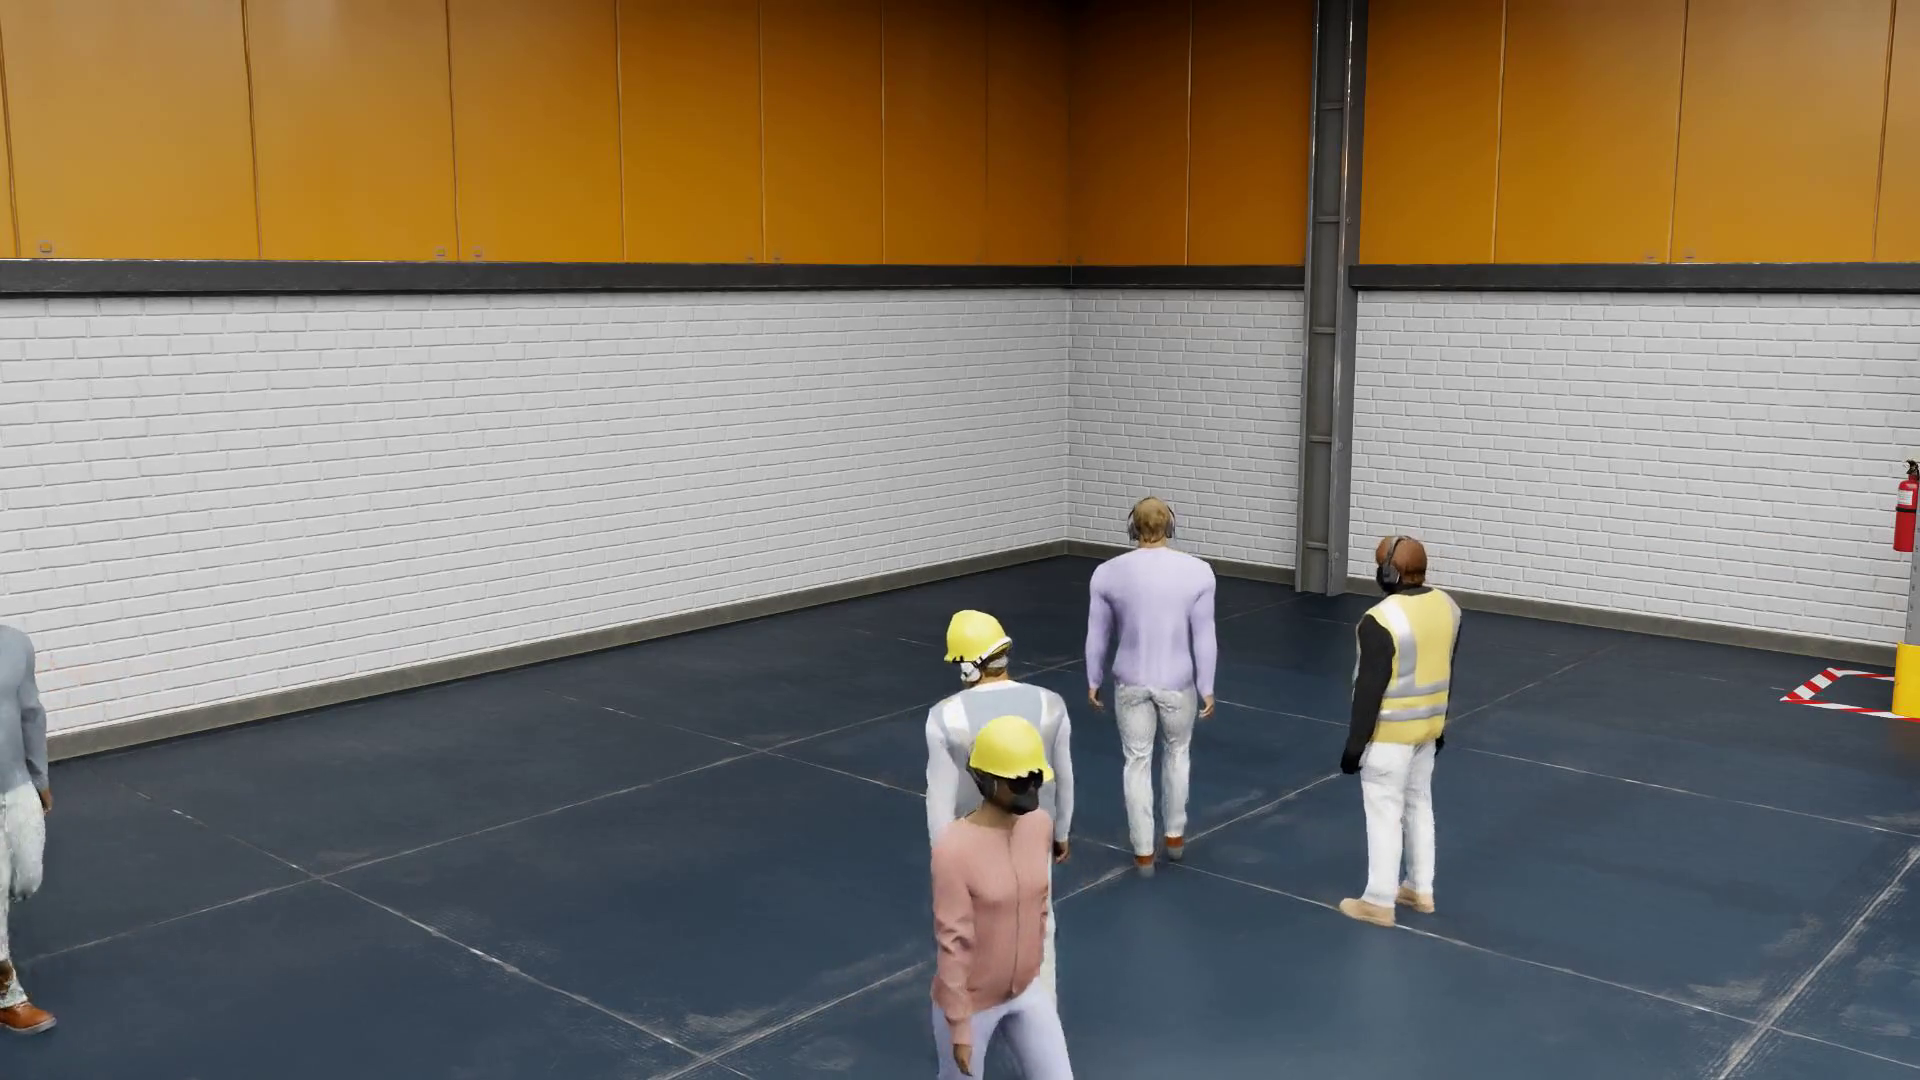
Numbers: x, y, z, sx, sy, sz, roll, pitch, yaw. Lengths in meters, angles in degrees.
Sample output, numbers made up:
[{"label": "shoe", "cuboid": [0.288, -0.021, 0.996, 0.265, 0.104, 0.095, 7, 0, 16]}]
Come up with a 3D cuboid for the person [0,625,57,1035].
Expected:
[{"label": "person", "cuboid": [-4.001, 1.021, 6.695, 0.716, 1.917, 0.636, 3, 10, 19]}]

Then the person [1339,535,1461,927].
[{"label": "person", "cuboid": [2.046, 0.886, 7.779, 0.642, 1.841, 0.429, -7, 12, -38]}]

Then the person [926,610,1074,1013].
[{"label": "person", "cuboid": [0.158, 1.145, 6.420, 0.605, 1.764, 0.973, -2, 9, -11]}]

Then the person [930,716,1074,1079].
[{"label": "person", "cuboid": [0.134, 1.383, 4.976, 0.536, 1.746, 0.613, -8, 12, -41]}]

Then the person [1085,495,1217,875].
[{"label": "person", "cuboid": [0.978, 0.715, 8.575, 0.661, 1.923, 0.672, 1, 9, 7]}]

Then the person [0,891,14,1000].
[{"label": "person", "cuboid": [-3.268, 1.299, 4.996, 0.903, 1.897, 0.552, -1, 9, -7]}]
